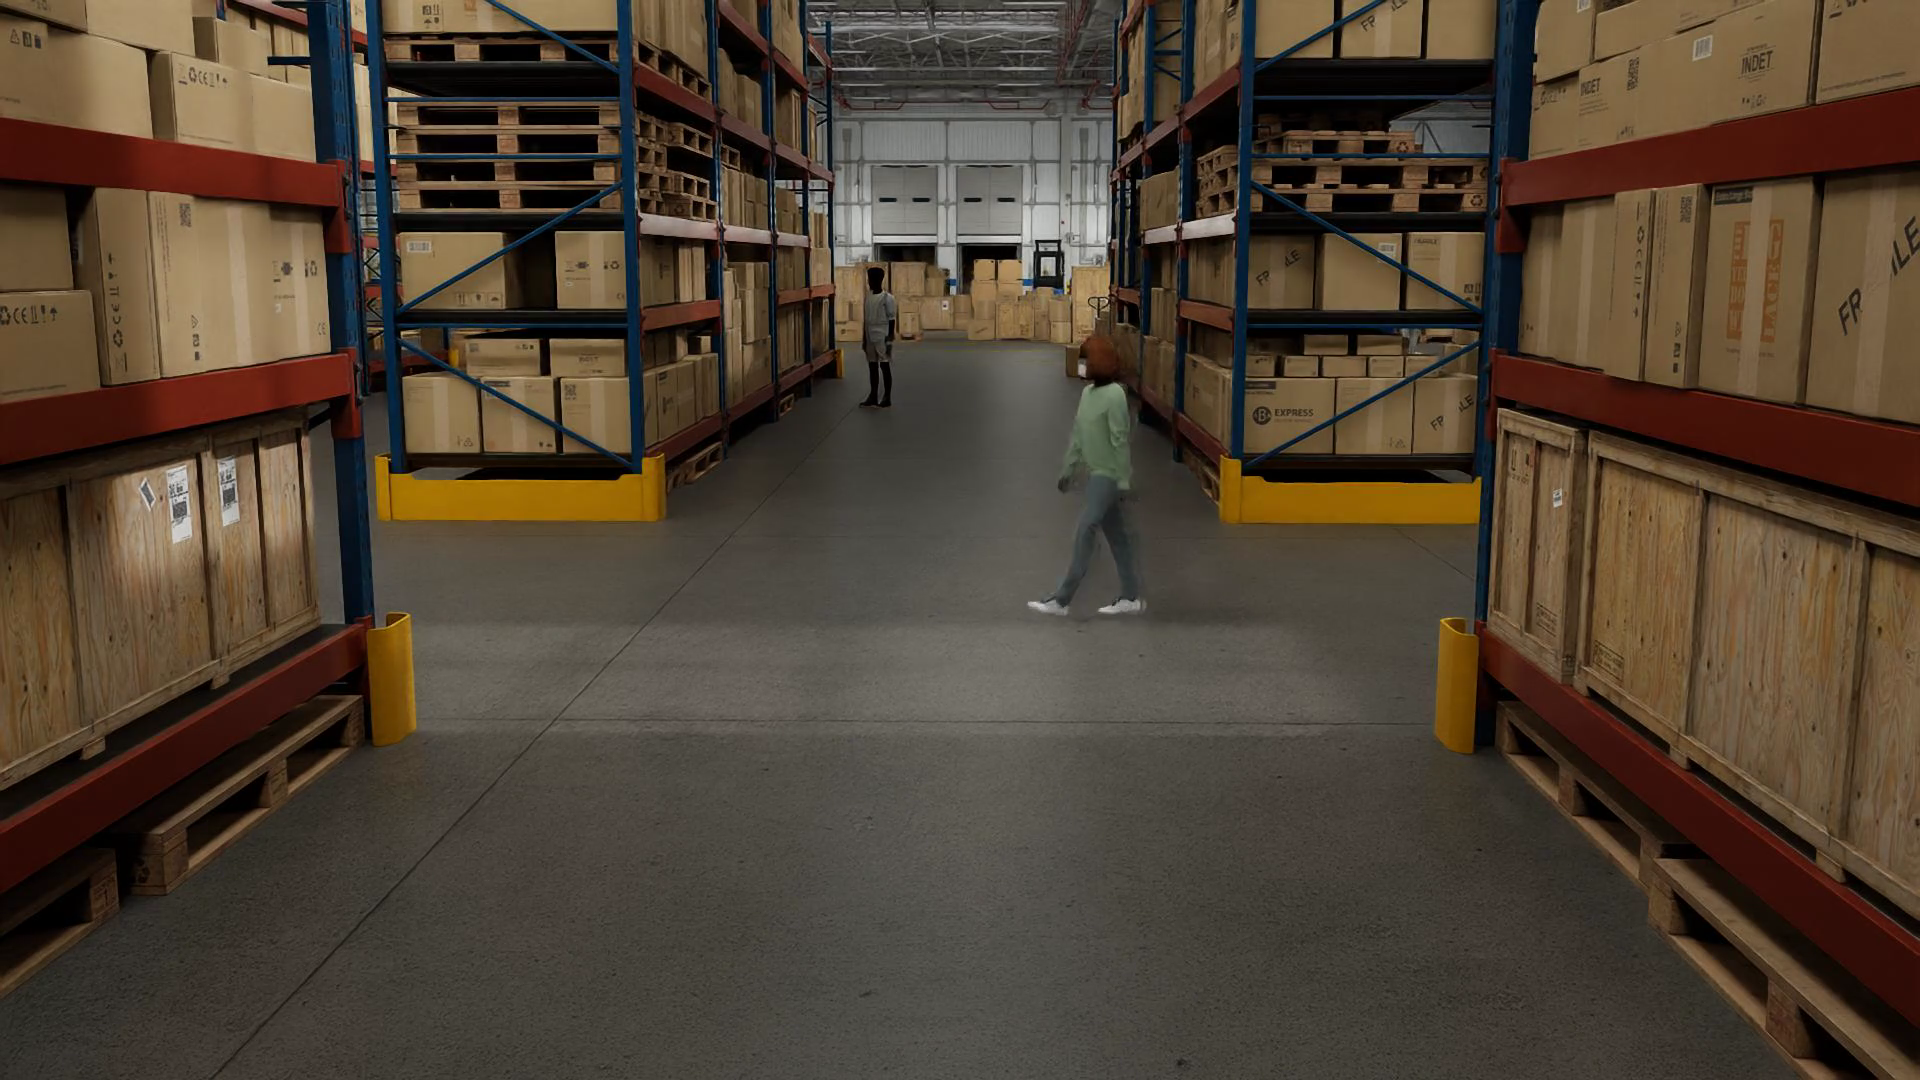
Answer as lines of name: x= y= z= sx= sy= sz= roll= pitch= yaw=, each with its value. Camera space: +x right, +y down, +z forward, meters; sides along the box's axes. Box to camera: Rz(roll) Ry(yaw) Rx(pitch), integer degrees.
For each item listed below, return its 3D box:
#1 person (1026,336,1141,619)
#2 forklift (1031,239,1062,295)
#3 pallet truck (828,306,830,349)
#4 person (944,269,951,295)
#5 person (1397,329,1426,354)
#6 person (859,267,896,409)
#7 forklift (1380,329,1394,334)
person: x=0.700 y=-0.344 z=9.435 sx=0.795 sy=1.599 sz=0.522 roll=-2 pitch=10 yaw=-12
forklift: x=3.107 y=-9.193 z=58.628 sx=1.129 sy=2.768 sz=1.873 roll=2 pitch=10 yaw=9
pallet truck: x=-3.100 y=-3.940 z=29.800 sx=1.885 sy=1.965 sz=0.823 roll=3 pitch=10 yaw=19
person: x=-0.501 y=-9.302 z=62.559 sx=0.513 sy=1.794 sz=1.016 roll=-8 pitch=13 yaw=-41
person: x=8.682 y=-4.104 z=31.955 sx=0.544 sy=1.592 sz=0.835 roll=2 pitch=10 yaw=12
person: x=-1.142 y=-2.793 z=23.025 sx=0.367 sy=1.967 sz=0.600 roll=-9 pitch=13 yaw=-43
forklift: x=9.063 y=-5.833 z=38.503 sx=1.873 sy=2.768 sz=1.129 roll=0 pitch=9 yaw=0
